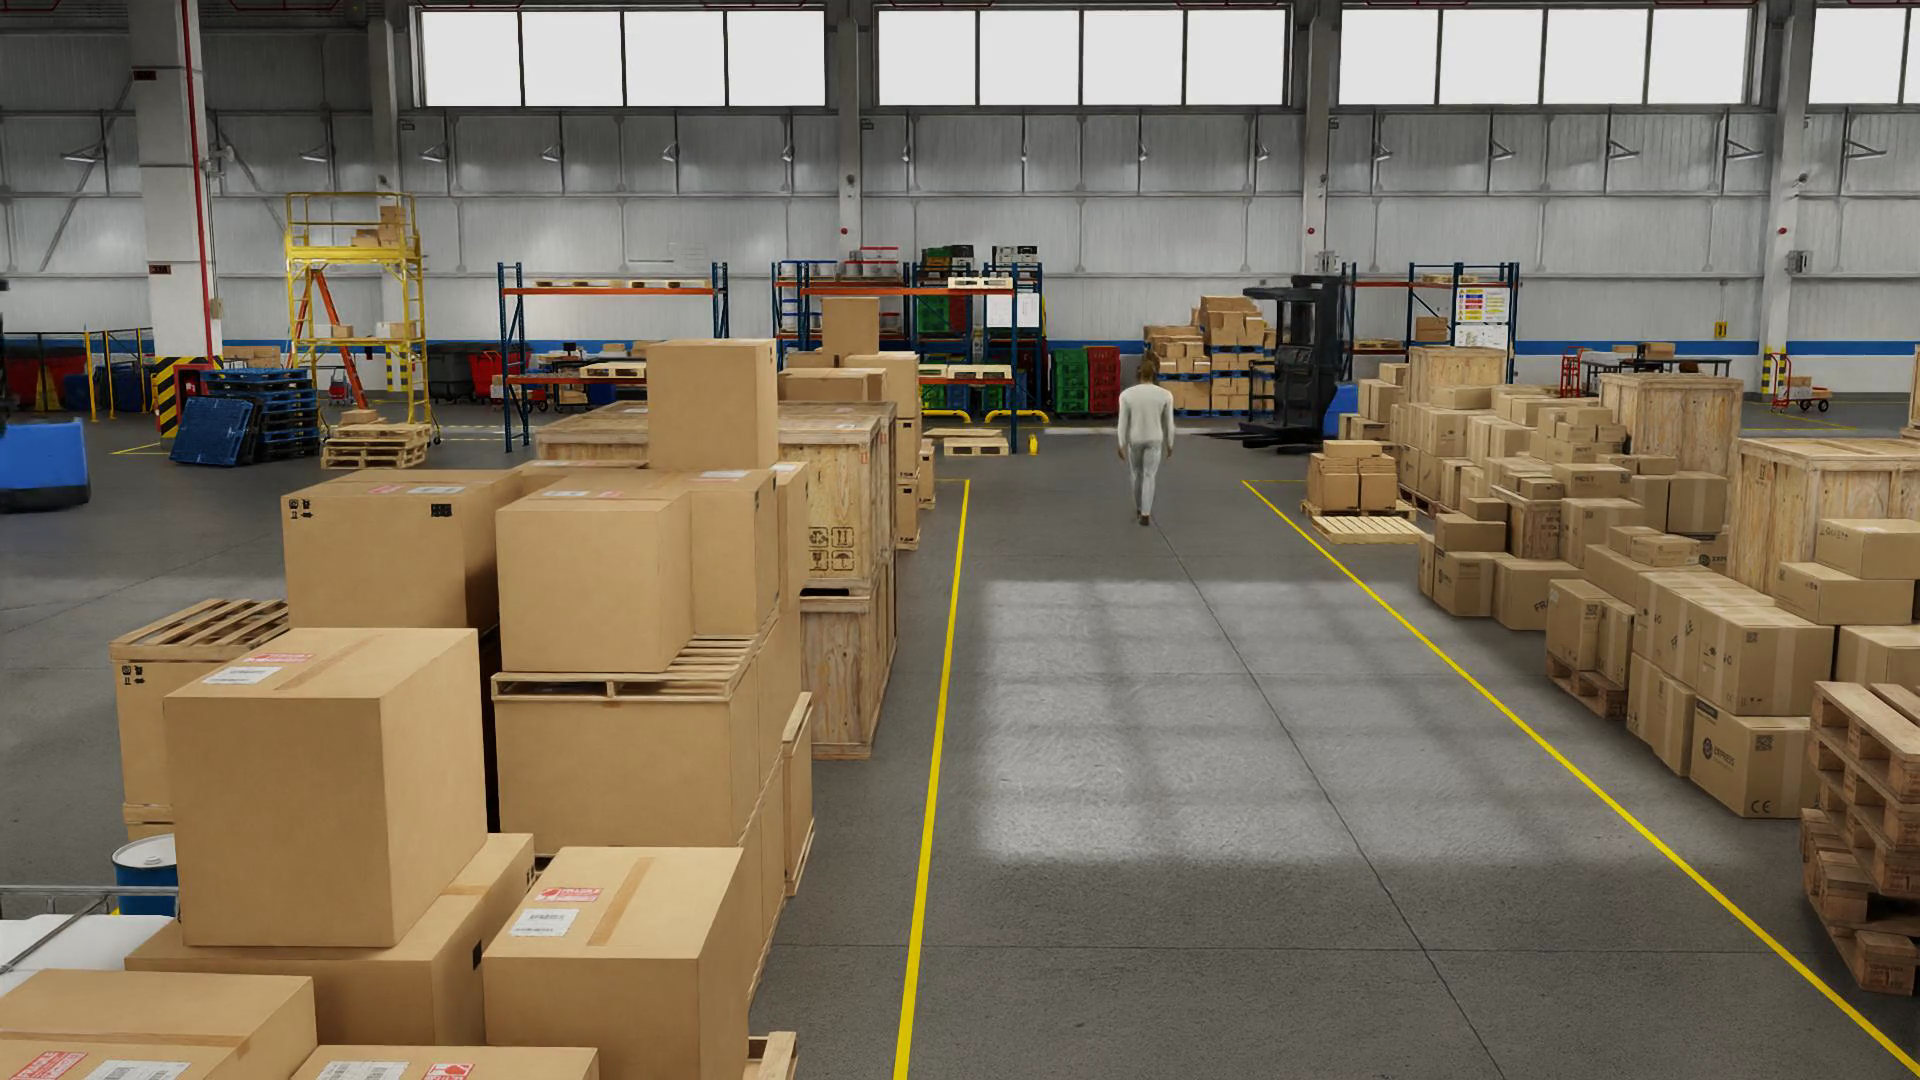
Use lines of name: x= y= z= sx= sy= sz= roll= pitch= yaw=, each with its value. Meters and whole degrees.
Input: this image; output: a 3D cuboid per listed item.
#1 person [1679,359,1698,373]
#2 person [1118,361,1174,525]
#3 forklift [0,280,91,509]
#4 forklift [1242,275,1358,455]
person: x=9.011 y=-1.325 z=20.677 sx=0.629 sy=1.843 sz=0.429 roll=-3 pitch=10 yaw=-18
person: x=2.169 y=-1.133 z=19.396 sx=0.649 sy=1.894 sz=1.034 roll=2 pitch=10 yaw=9
forklift: x=-11.768 y=-1.774 z=20.264 sx=1.873 sy=2.768 sz=1.129 roll=-4 pitch=10 yaw=-25
forklift: x=5.649 y=-2.824 z=26.553 sx=1.873 sy=2.768 sz=1.129 roll=-4 pitch=10 yaw=-22
